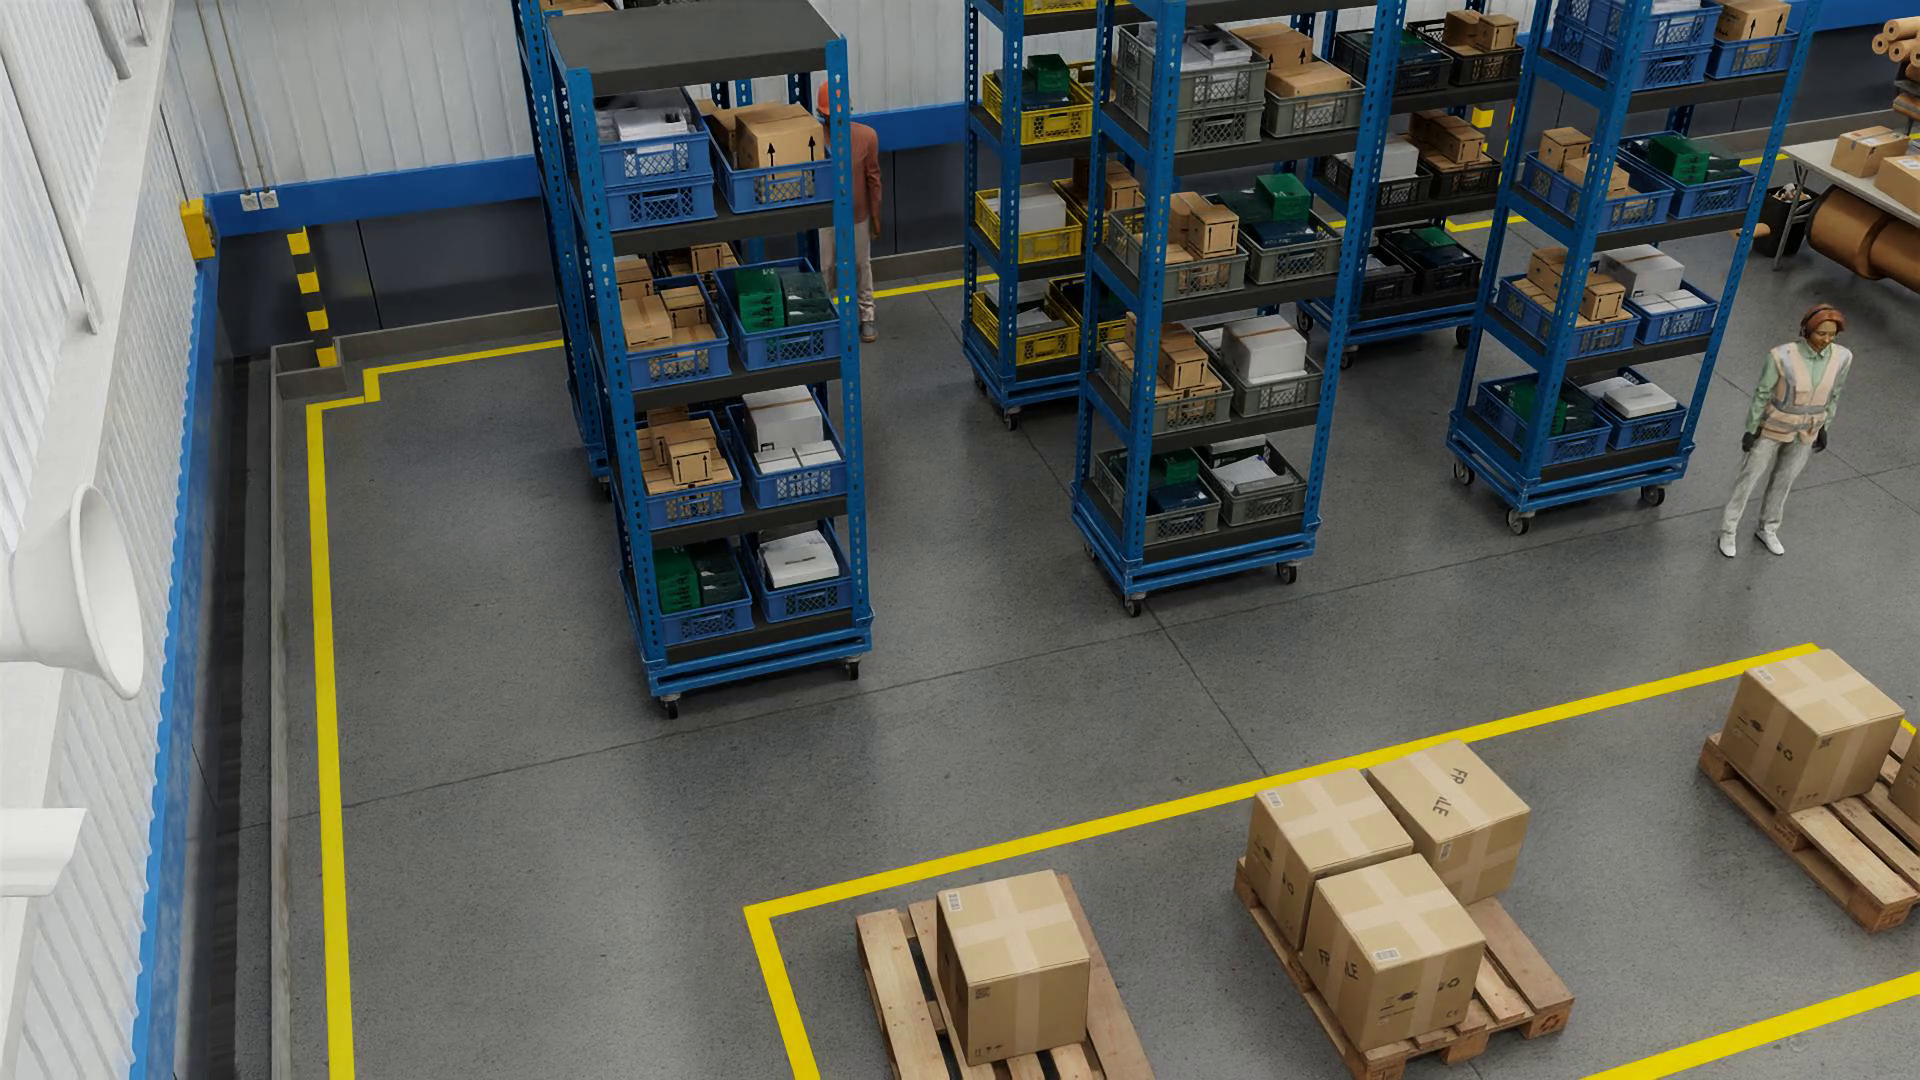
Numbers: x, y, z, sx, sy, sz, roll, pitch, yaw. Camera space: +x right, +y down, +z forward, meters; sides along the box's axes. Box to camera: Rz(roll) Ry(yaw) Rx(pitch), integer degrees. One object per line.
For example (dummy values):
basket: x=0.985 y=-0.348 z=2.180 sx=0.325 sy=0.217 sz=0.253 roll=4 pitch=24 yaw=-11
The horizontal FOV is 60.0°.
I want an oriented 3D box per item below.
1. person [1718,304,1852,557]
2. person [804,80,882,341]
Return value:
person: x=4.840 y=-0.635 z=9.751 sx=0.522 sy=1.640 sz=0.306 roll=-2 pitch=35 yaw=-3
person: x=-0.858 y=-2.319 z=11.849 sx=0.618 sy=1.986 sz=0.409 roll=-5 pitch=36 yaw=-7
